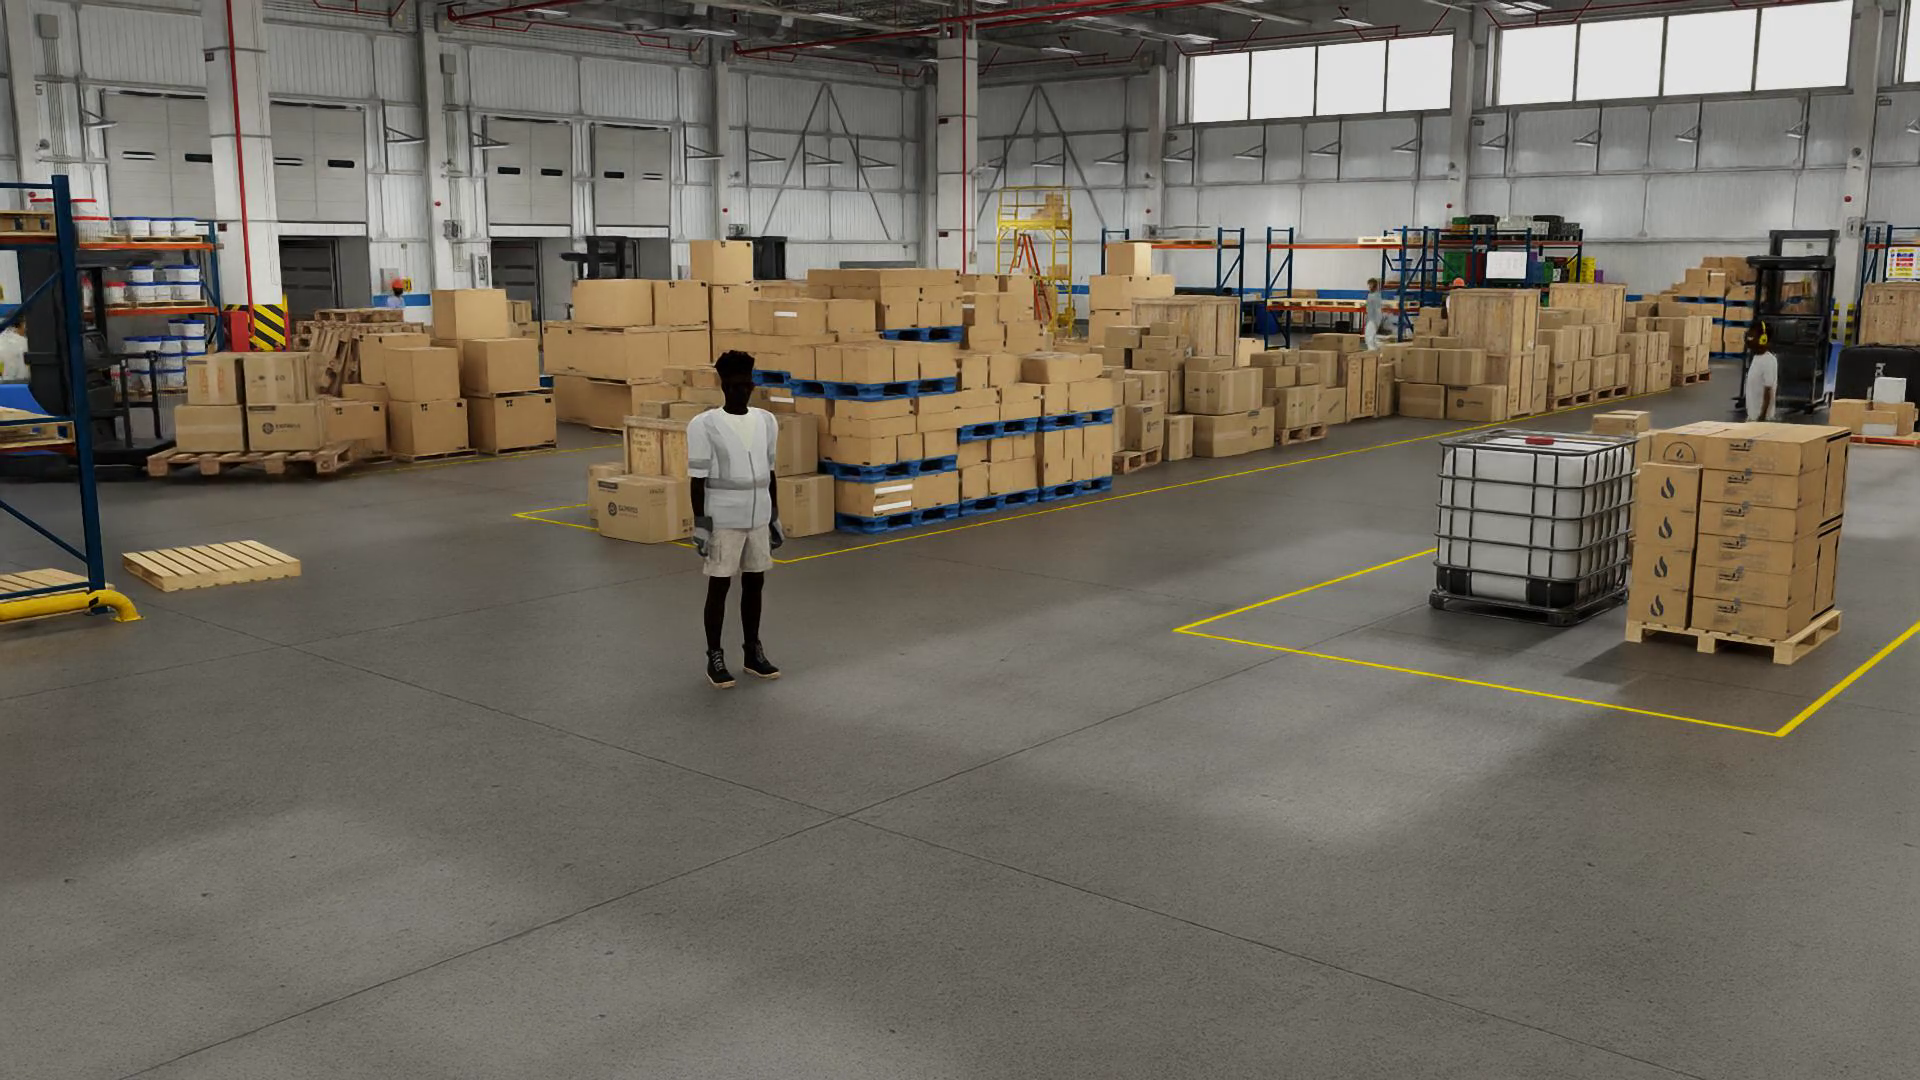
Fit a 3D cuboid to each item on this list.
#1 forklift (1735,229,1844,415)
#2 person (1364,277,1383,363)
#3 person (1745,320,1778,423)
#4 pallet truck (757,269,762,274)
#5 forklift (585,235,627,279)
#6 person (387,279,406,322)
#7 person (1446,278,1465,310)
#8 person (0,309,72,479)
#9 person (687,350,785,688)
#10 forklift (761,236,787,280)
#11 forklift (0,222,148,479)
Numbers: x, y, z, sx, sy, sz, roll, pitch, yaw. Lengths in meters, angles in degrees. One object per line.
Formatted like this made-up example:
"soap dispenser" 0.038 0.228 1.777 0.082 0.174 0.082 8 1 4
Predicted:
"forklift" 13.011 -3.418 25.850 1.129 2.768 1.873 8 13 39
"person" 8.972 -4.689 35.824 0.623 1.920 0.636 0 10 1
"person" 7.763 -1.198 16.126 0.532 1.858 0.543 3 10 14
"pallet truck" -4.996 -6.432 45.525 1.885 1.965 0.823 -6 12 -32
"forklift" -8.035 -5.558 38.039 1.873 2.768 1.129 8 13 40
"person" -11.552 -4.417 34.270 0.391 1.917 0.550 2 10 13
"person" 10.199 -4.400 34.125 0.544 1.939 0.372 -2 10 -9
"person" -10.381 -1.622 18.405 0.891 1.914 0.637 0 10 3
"person" -1.296 -0.129 9.724 0.617 1.964 0.361 -9 13 -40
"forklift" -4.452 -5.910 40.042 1.873 2.768 1.129 2 10 14
"forklift" -9.995 -2.103 18.366 1.873 2.768 1.129 -1 10 -8
